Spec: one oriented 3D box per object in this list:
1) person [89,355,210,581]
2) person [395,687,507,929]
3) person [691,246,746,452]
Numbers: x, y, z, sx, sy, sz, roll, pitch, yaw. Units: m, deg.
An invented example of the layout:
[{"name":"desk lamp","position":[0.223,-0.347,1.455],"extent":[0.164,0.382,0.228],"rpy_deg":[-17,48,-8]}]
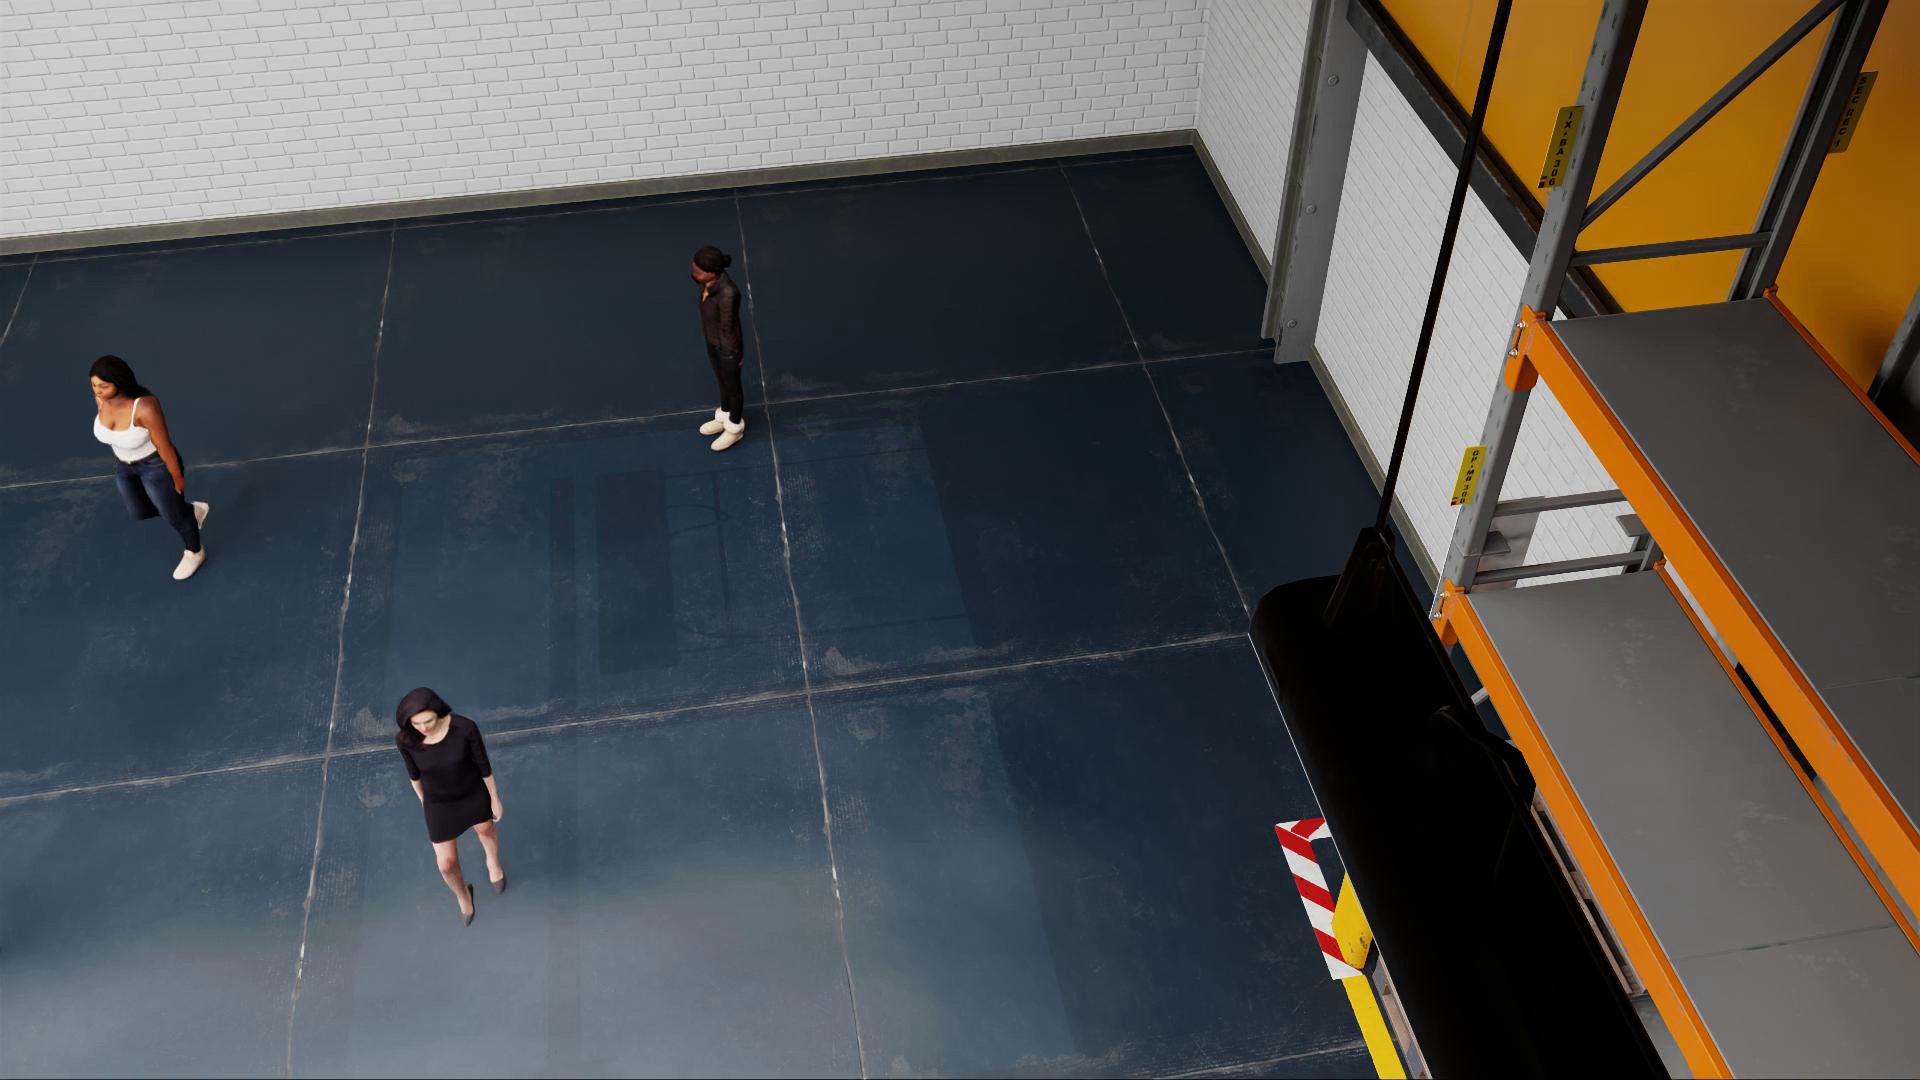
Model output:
[{"name":"person","position":[-5.301,-0.543,11.005],"extent":[0.847,1.794,0.919],"rpy_deg":[16,46,16]},{"name":"person","position":[-2.717,1.339,9.033],"extent":[0.617,1.789,0.670],"rpy_deg":[-11,45,-11]},{"name":"person","position":[-1.697,-1.428,12.030],"extent":[0.665,1.661,0.729],"rpy_deg":[26,50,25]}]
